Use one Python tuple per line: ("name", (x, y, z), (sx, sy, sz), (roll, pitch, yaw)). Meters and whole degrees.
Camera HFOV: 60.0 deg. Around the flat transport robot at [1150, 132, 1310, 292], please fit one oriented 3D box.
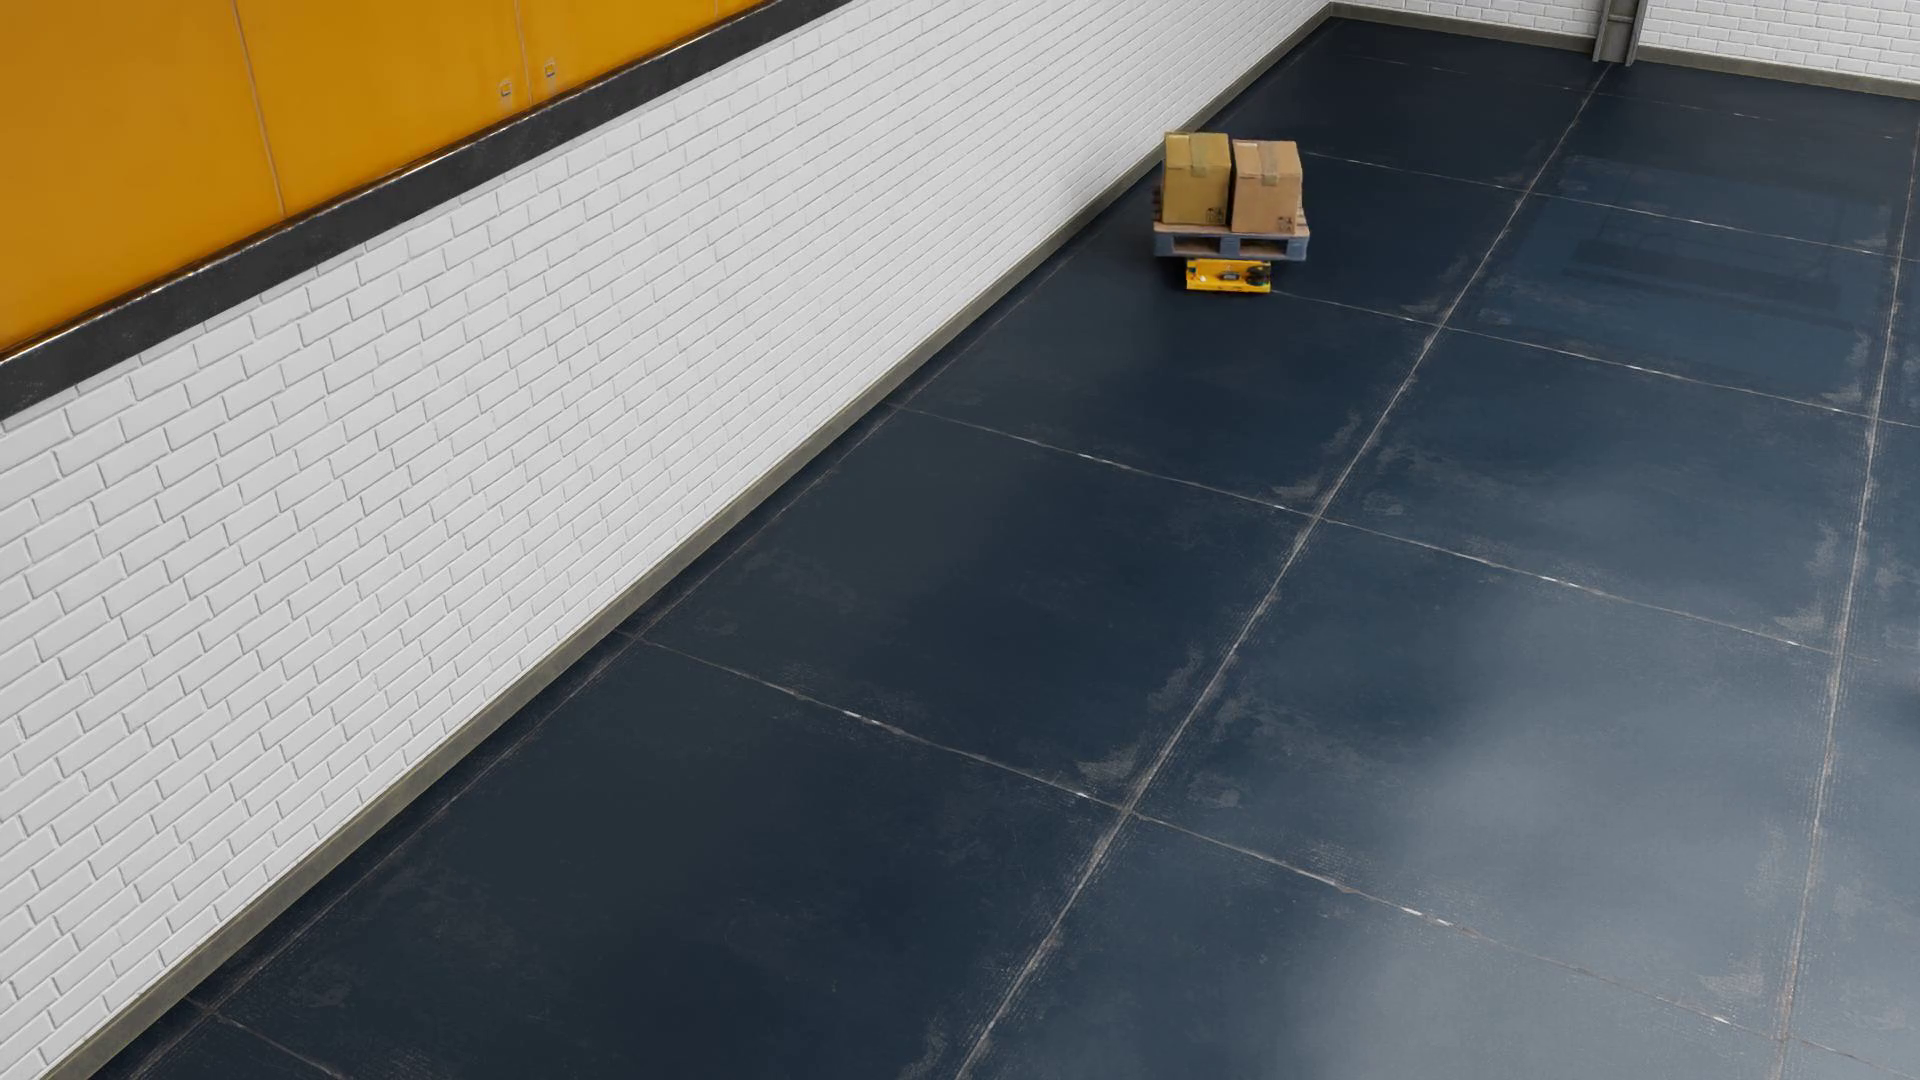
("flat transport robot", (2.153, -2.399, 13.546), (0.659, 0.231, 1.431), (2, 34, 4))
